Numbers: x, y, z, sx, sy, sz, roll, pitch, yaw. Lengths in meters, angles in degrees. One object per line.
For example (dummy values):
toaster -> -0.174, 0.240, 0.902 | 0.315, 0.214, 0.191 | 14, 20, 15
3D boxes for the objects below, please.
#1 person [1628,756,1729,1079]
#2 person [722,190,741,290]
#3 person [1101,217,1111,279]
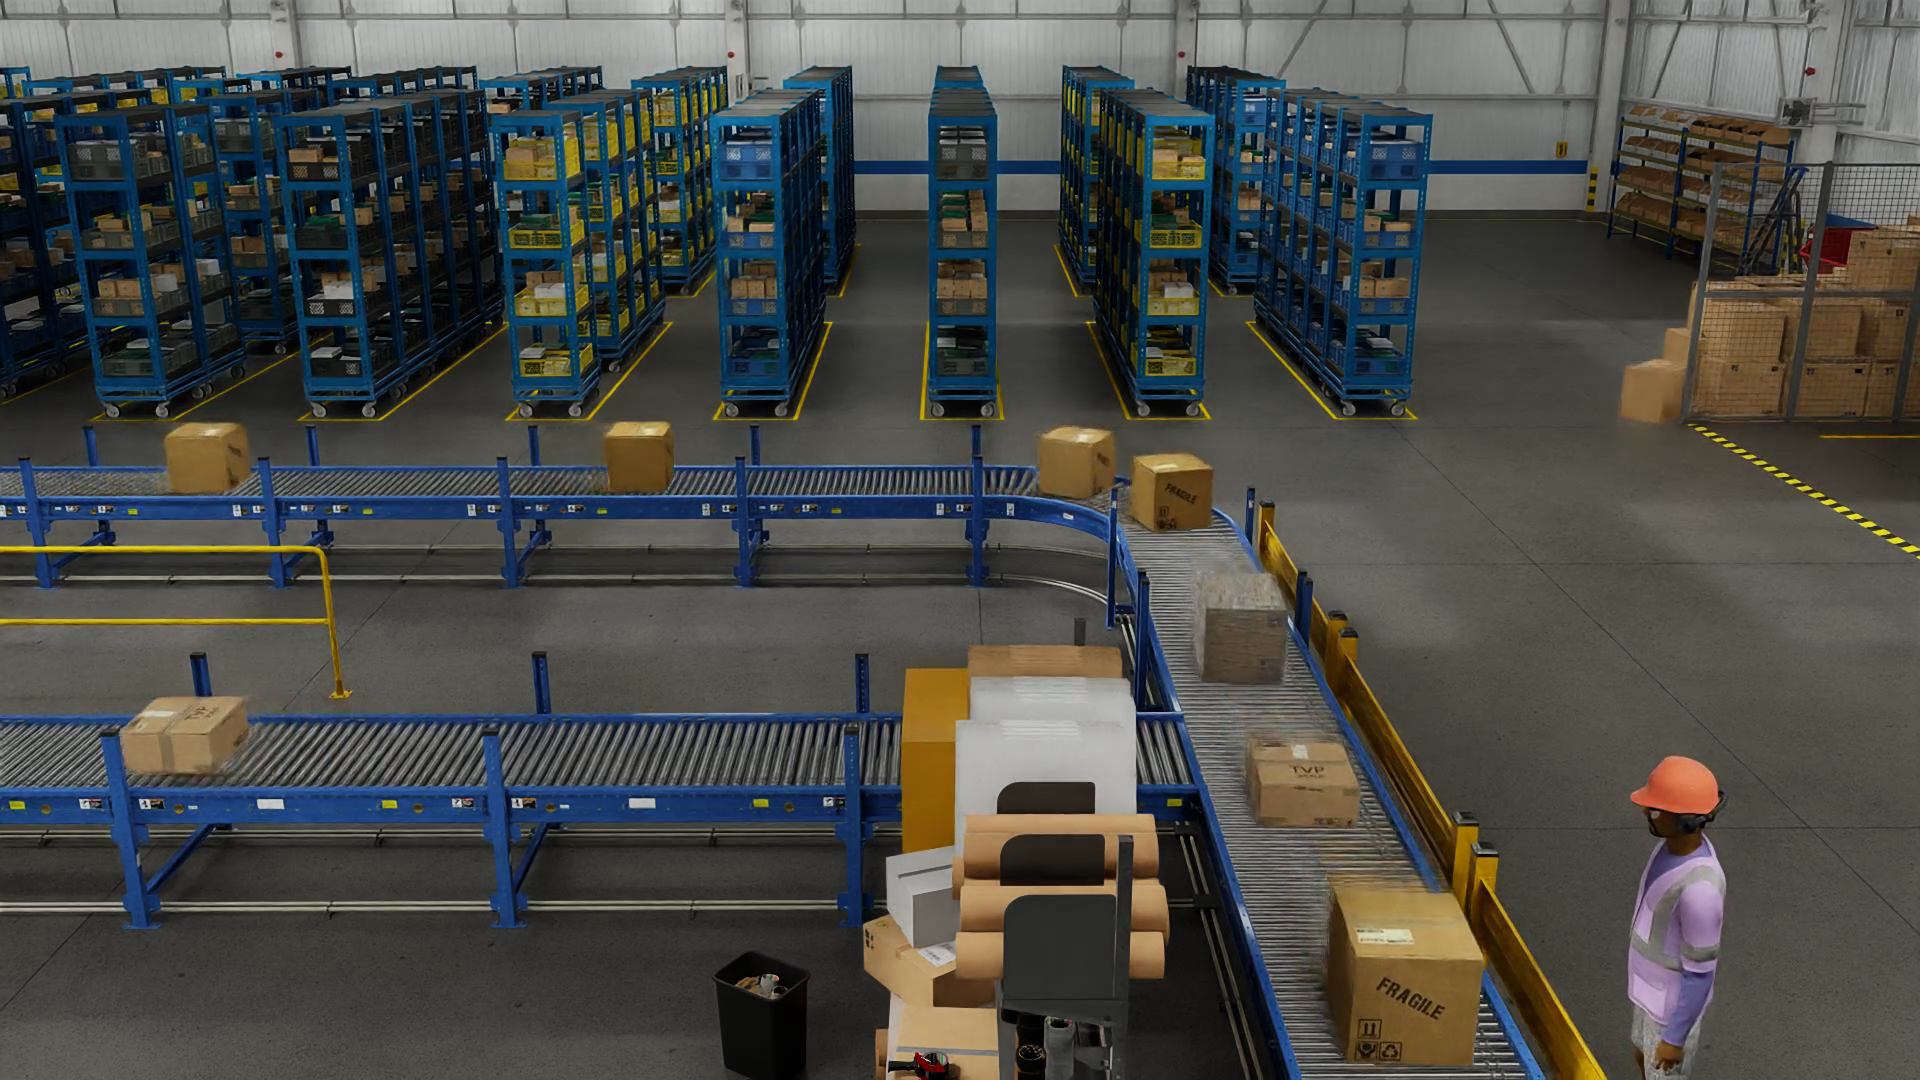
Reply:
person -> 2.820, 1.822, 6.725 | 0.394, 2.041, 0.612 | 4, 18, 12
person -> -3.803, -5.073, 28.346 | 0.646, 1.801, 0.557 | 4, 18, 11
person -> 2.451, -4.491, 26.479 | 0.384, 1.849, 0.569 | -16, 24, -40
